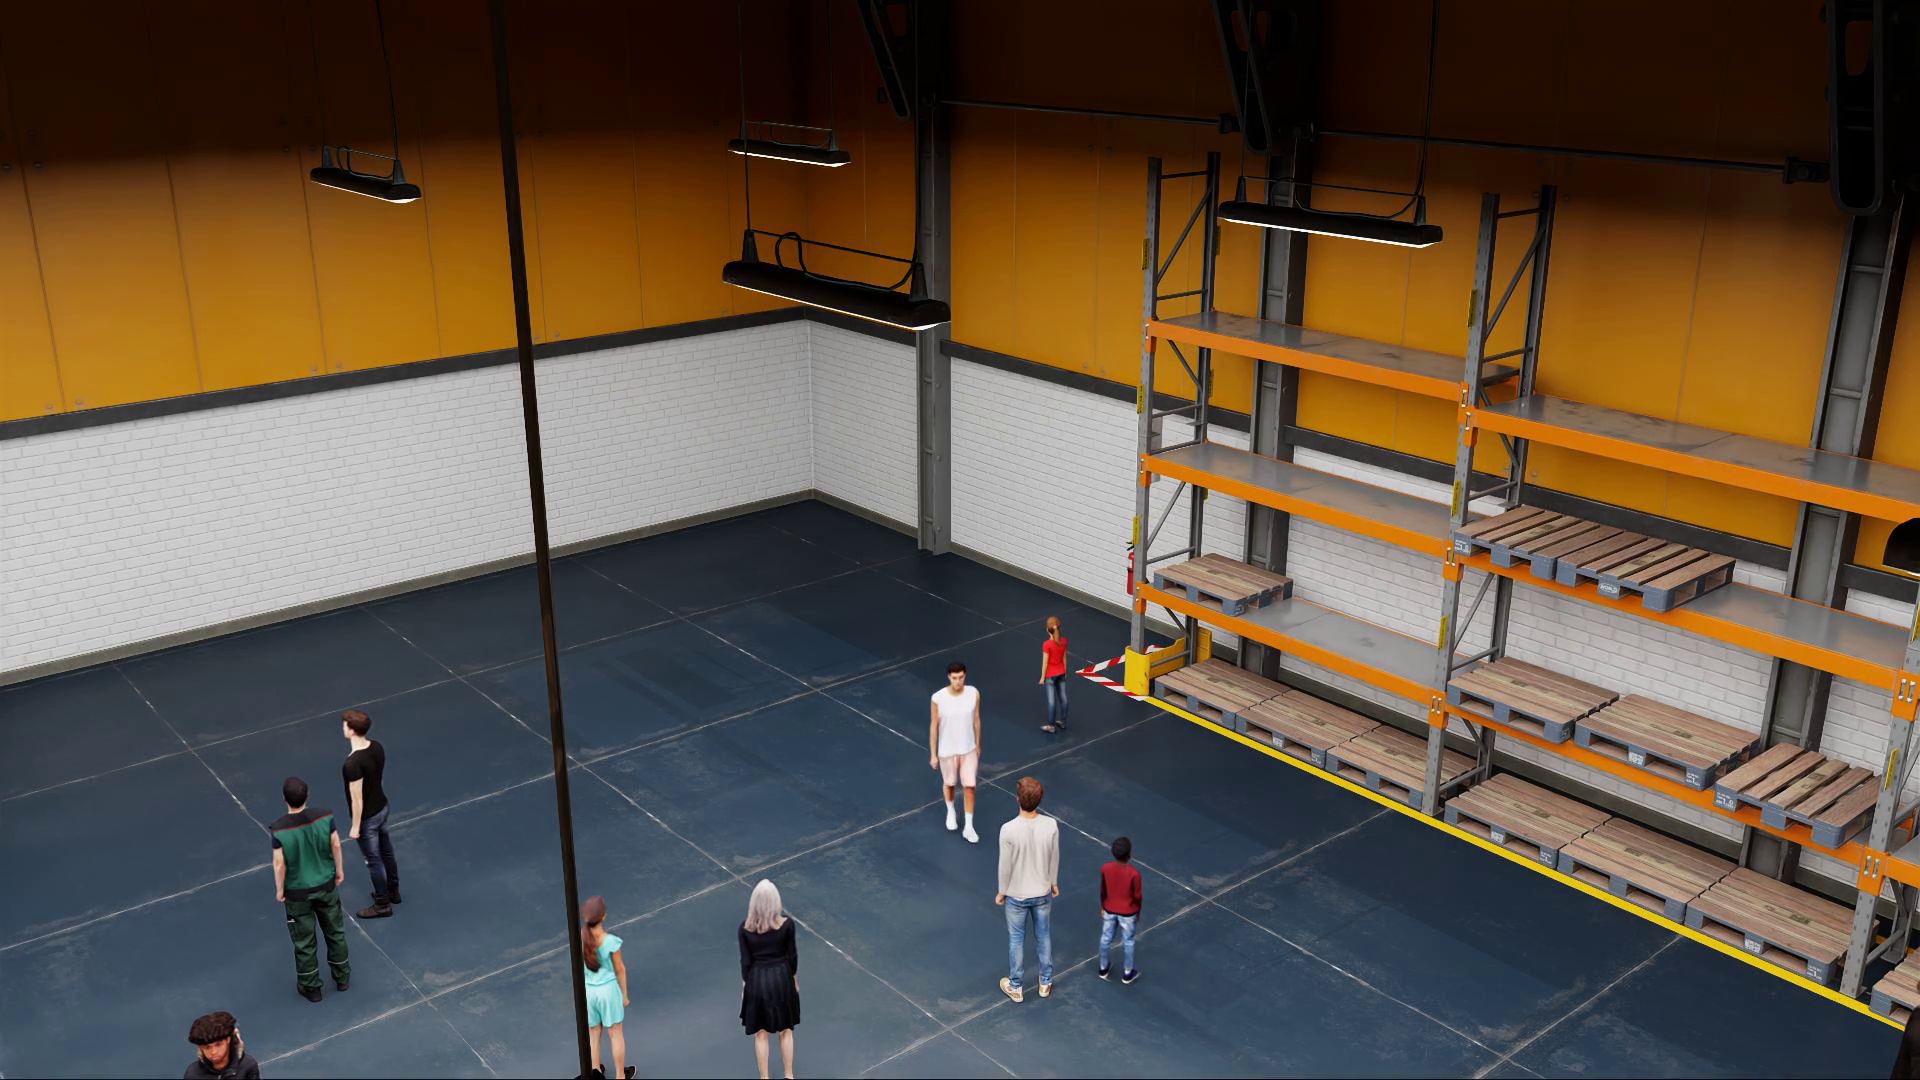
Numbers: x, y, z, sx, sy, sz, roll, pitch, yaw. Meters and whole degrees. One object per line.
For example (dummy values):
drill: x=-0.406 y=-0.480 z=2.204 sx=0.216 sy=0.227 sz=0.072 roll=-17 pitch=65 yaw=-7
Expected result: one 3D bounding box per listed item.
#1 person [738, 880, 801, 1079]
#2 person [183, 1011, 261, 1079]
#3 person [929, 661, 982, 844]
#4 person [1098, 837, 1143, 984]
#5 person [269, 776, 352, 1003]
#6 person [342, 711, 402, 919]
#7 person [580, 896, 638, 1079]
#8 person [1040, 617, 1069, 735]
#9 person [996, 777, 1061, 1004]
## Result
person: x=-1.366 y=3.223 z=11.960 sx=0.691 sy=1.747 sz=0.711 roll=-4 pitch=19 yaw=-11
person: x=-4.568 y=3.732 z=10.393 sx=0.657 sy=1.781 sz=0.648 roll=-11 pitch=21 yaw=-29
person: x=-0.039 y=1.932 z=15.771 sx=0.927 sy=1.760 sz=1.045 roll=-3 pitch=19 yaw=-8
person: x=1.293 y=2.981 z=13.452 sx=0.537 sy=1.252 sz=0.631 roll=8 pitch=20 yaw=23
person: x=-5.143 y=2.737 z=13.162 sx=0.672 sy=1.901 sz=0.560 roll=-14 pitch=23 yaw=-36
person: x=-5.076 y=2.347 z=14.327 sx=0.798 sy=1.896 sz=0.754 roll=3 pitch=19 yaw=8
person: x=-2.605 y=3.281 z=12.082 sx=0.648 sy=1.558 sz=0.710 roll=2 pitch=19 yaw=7
person: x=1.027 y=1.447 z=17.918 sx=0.499 sy=1.310 sz=0.501 roll=-11 pitch=22 yaw=-31
person: x=0.544 y=2.752 z=13.109 sx=0.751 sy=1.905 sz=0.741 roll=-4 pitch=19 yaw=-13
